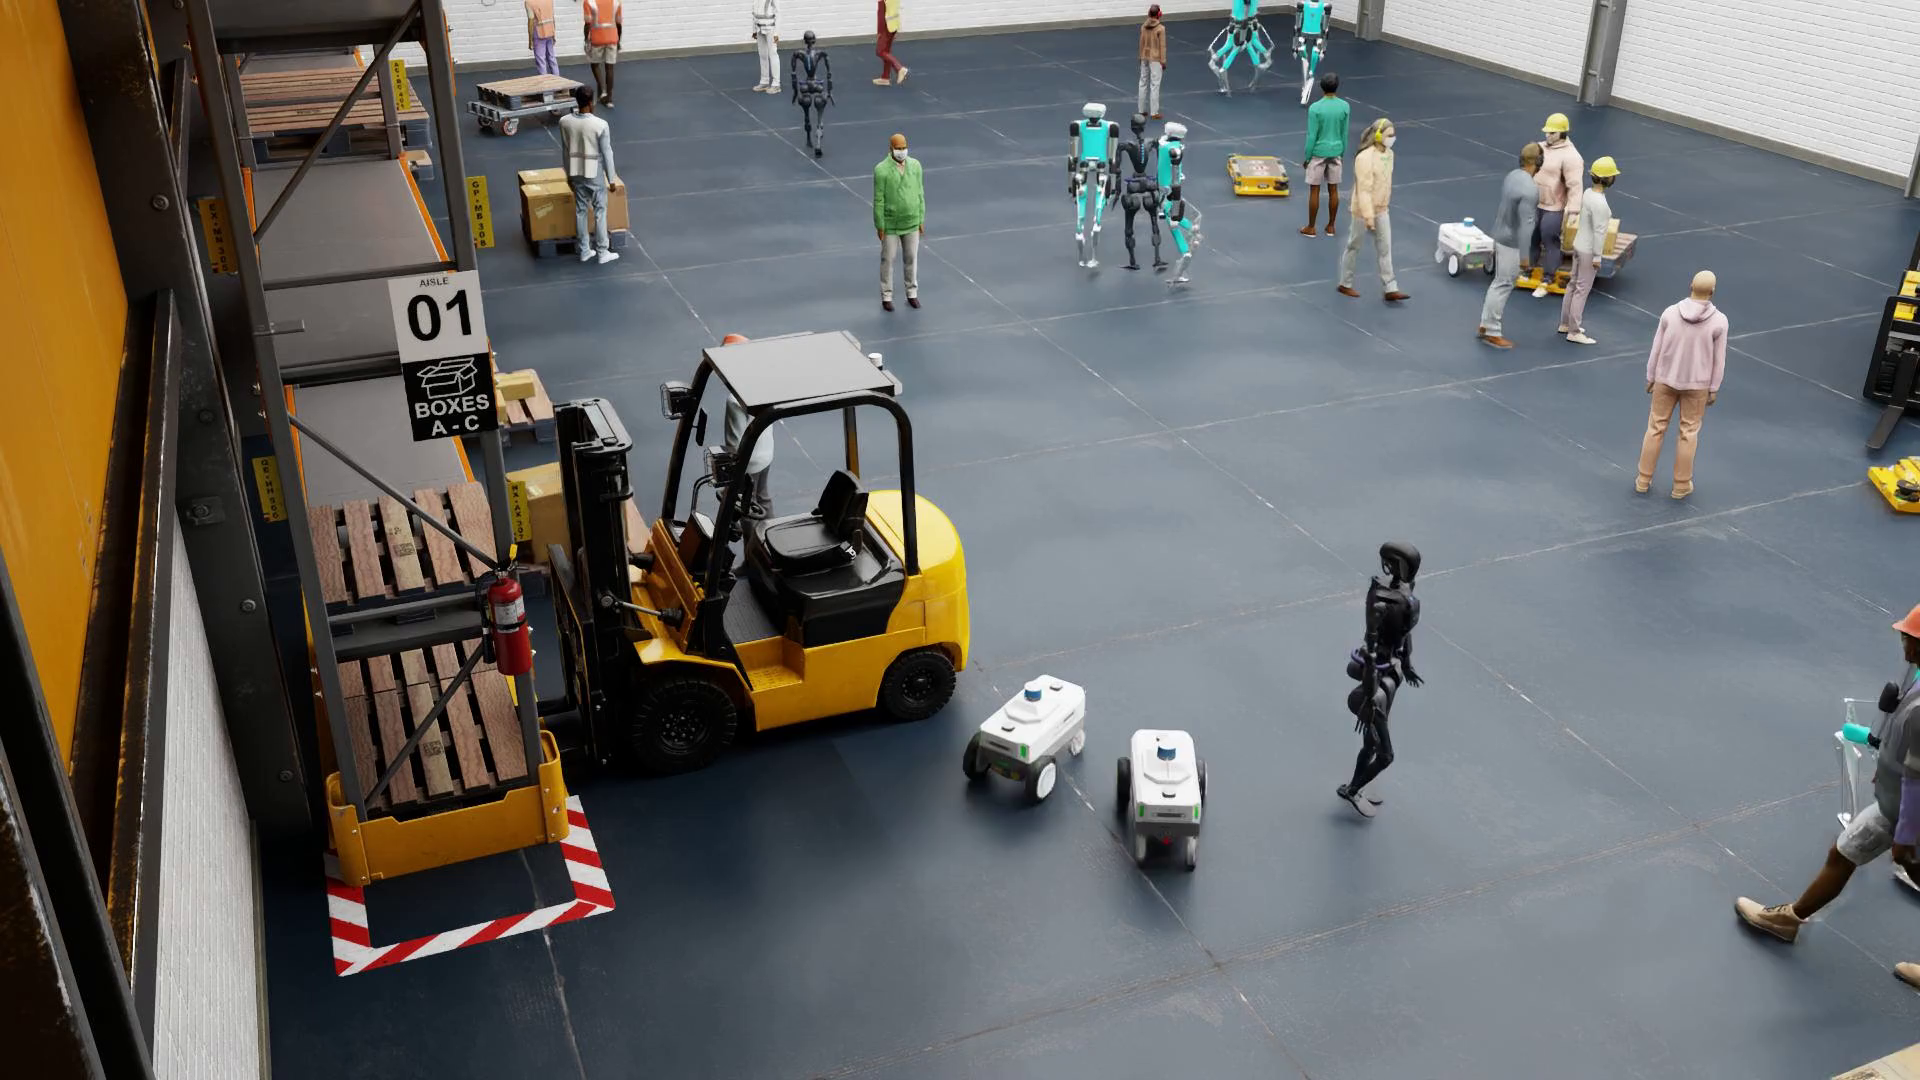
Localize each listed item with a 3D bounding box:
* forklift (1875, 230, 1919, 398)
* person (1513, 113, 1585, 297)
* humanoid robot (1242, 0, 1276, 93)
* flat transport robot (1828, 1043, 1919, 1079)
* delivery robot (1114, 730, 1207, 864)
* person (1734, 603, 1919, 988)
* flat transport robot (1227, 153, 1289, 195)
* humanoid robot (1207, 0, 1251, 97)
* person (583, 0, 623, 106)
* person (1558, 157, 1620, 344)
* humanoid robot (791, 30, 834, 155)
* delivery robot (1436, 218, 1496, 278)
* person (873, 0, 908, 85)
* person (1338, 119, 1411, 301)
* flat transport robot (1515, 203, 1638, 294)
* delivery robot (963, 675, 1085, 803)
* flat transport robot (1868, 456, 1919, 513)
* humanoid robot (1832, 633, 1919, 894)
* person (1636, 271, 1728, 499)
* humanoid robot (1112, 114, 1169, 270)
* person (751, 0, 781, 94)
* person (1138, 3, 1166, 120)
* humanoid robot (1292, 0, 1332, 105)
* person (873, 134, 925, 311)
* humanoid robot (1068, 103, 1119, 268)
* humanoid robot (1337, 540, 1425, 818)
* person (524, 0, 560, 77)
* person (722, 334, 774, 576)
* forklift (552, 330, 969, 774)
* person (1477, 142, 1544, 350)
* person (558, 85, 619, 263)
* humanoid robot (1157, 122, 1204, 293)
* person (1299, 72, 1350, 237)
[{"bbox_3d":[9.029,-2.397,14.618,1.214,2.155,2.313,18,32,32],"label":"forklift"},{"bbox_3d":[6.027,-3.440,17.052,0.424,1.863,0.816,-15,30,-27],"label":"person"},{"bbox_3d":[4.683,-7.837,26.046,0.684,1.891,0.553,15,31,28],"label":"humanoid robot"},{"bbox_3d":[3.253,2.864,6.290,0.659,0.231,1.431,-11,29,-21],"label":"flat transport robot"},{"bbox_3d":[1.104,1.346,9.012,0.499,0.613,0.803,1,27,2],"label":"delivery robot"},{"bbox_3d":[4.409,1.181,7.740,1.070,1.980,0.631,20,33,35],"label":"person"},{"bbox_3d":[3.809,-4.675,21.287,0.659,0.231,1.431,2,27,3],"label":"flat transport robot"},{"bbox_3d":[4.123,-7.730,25.804,0.684,1.866,0.541,-7,28,-14],"label":"humanoid robot"},{"bbox_3d":[-5.404,-7.563,25.173,0.648,1.935,0.480,-14,30,-25],"label":"person"},{"bbox_3d":[5.985,-2.754,15.795,0.301,1.772,0.528,1,27,2],"label":"person"},{"bbox_3d":[-2.012,-6.082,22.583,0.589,1.633,0.801,1,27,1],"label":"humanoid robot"},{"bbox_3d":[5.471,-3.159,17.965,0.499,0.606,0.790,-5,27,-10],"label":"delivery robot"},{"bbox_3d":[-1.114,-8.112,26.470,0.584,1.755,0.486,12,29,23],"label":"person"},{"bbox_3d":[4.239,-3.295,16.791,0.564,1.847,0.846,-17,31,-31],"label":"person"},{"bbox_3d":[6.459,-2.923,17.801,0.659,0.231,1.431,16,31,29],"label":"flat transport robot"},{"bbox_3d":[0.401,1.105,9.492,0.499,0.614,0.818,17,31,30],"label":"delivery robot"},{"bbox_3d":[7.850,-0.392,12.766,1.431,0.231,0.659,4,27,7],"label":"flat transport robot"},{"bbox_3d":[4.840,0.922,8.528,0.537,1.763,0.913,-1,27,-2],"label":"humanoid robot"},{"bbox_3d":[5.483,-1.173,12.633,0.538,1.781,0.398,15,30,26],"label":"person"},{"bbox_3d":[1.960,-3.709,17.806,0.608,1.647,0.435,-6,27,-11],"label":"humanoid robot"},{"bbox_3d":[-3.041,-7.965,26.033,0.582,1.882,0.337,23,35,38],"label":"person"},{"bbox_3d":[2.810,-7.018,24.414,0.462,1.648,0.327,22,34,37],"label":"person"},{"bbox_3d":[5.358,-7.522,25.369,0.552,1.755,1.042,8,28,15],"label":"humanoid robot"},{"bbox_3d":[-0.612,-3.174,16.631,0.534,1.778,0.390,-11,29,-21],"label":"person"},{"bbox_3d":[1.379,-3.680,17.694,0.538,1.789,0.841,5,27,10],"label":"humanoid robot"},{"bbox_3d":[2.282,0.744,8.942,0.333,1.654,0.599,17,31,31],"label":"humanoid robot"},{"bbox_3d":[-6.433,-7.752,25.664,0.379,1.836,0.564,14,30,26],"label":"person"},{"bbox_3d":[-1.480,-0.587,11.520,0.351,1.739,0.572,8,28,15],"label":"person"},{"bbox_3d":[-1.094,0.010,9.831,2.313,2.155,1.214,-10,28,-20],"label":"forklift"},{"bbox_3d":[5.209,-2.758,15.650,0.394,1.922,0.784,1,27,3],"label":"person"},{"bbox_3d":[-4.020,-3.945,18.014,0.597,1.910,0.403,8,28,16],"label":"person"},{"bbox_3d":[2.331,-3.378,17.170,0.719,1.871,0.562,-5,27,-10],"label":"humanoid robot"},{"bbox_3d":[4.157,-4.365,18.914,0.491,1.848,0.397,-4,27,-8],"label":"person"}]
